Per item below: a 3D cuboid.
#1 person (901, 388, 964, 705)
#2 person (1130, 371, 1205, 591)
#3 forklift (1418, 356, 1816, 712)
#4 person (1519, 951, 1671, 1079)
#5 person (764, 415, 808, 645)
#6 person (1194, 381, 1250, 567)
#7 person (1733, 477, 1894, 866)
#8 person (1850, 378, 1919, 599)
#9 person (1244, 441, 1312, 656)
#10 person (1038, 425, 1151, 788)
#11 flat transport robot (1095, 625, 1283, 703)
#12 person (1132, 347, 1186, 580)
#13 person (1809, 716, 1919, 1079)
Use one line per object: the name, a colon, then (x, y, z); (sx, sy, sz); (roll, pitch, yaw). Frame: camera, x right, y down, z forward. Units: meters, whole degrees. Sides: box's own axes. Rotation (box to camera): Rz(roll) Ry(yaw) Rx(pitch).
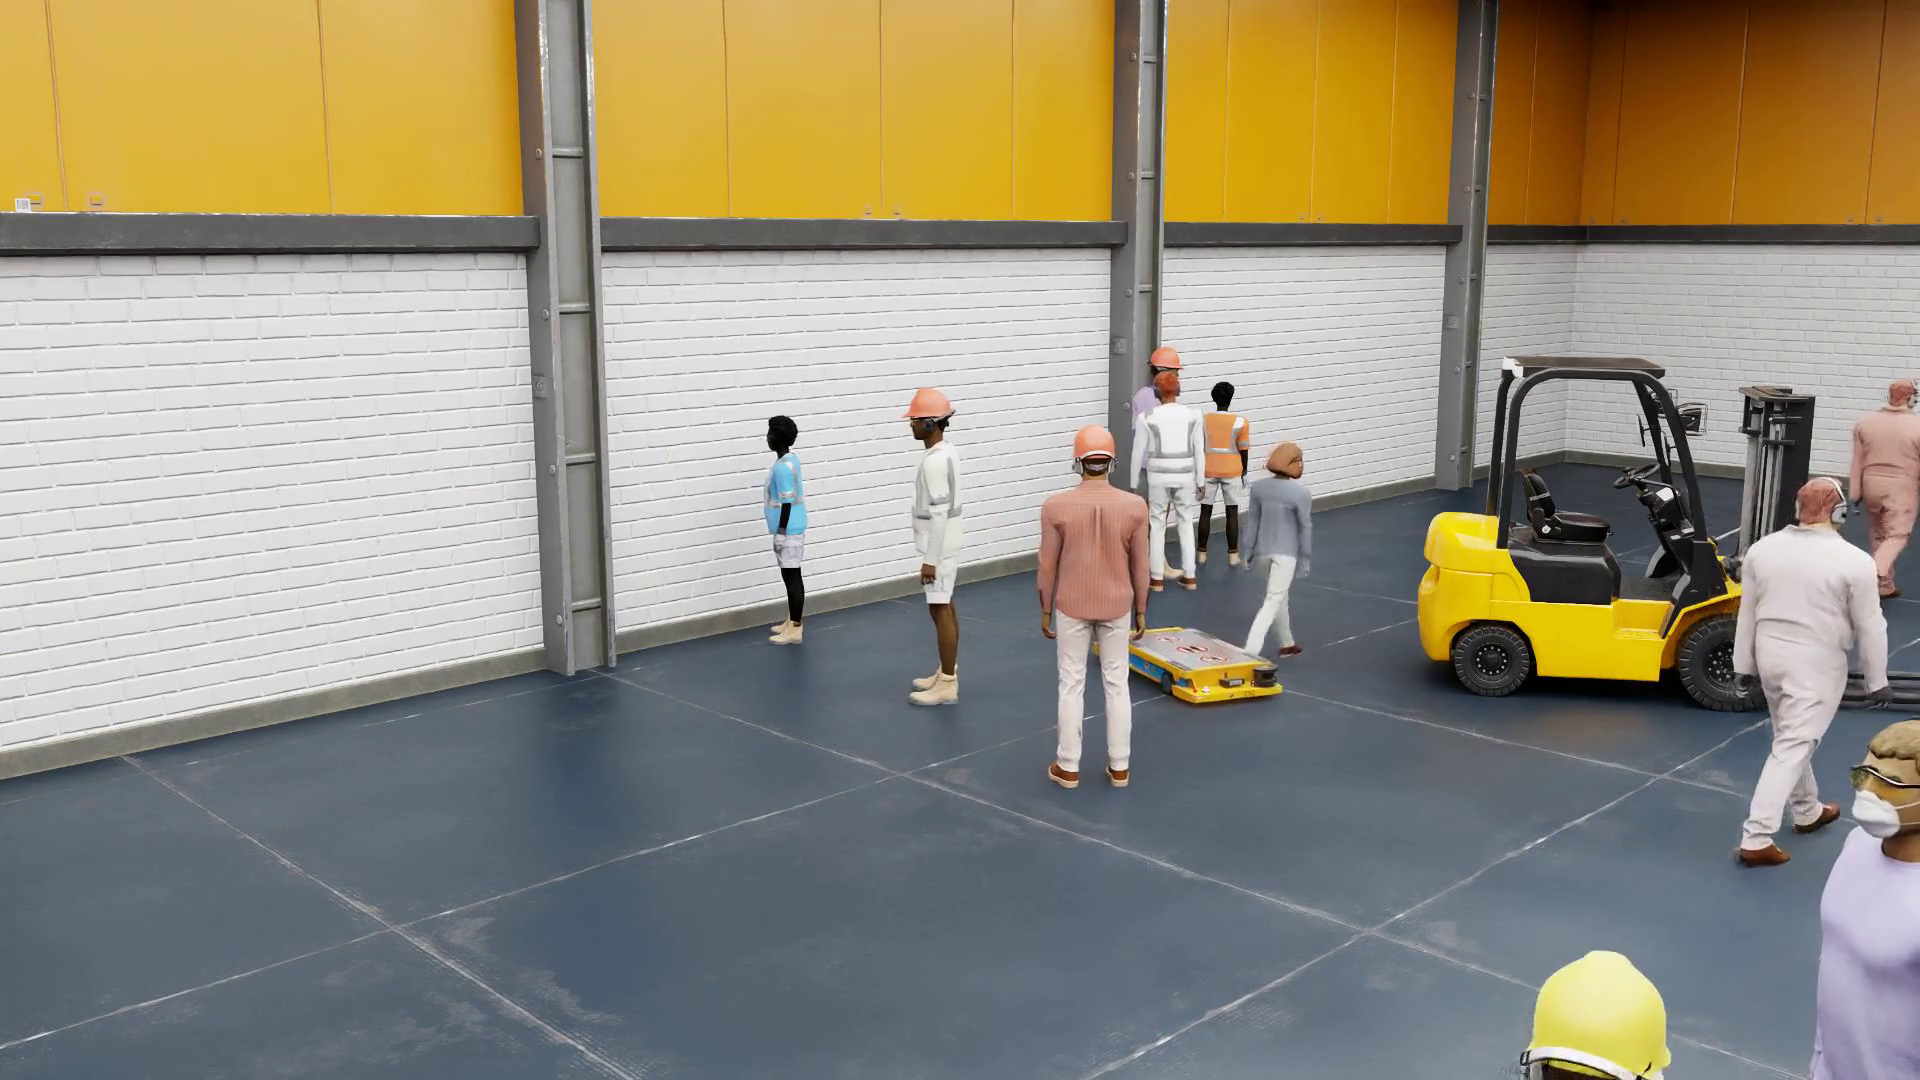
person: (-0.175, 0.045, 10.692); (0.397, 2.044, 0.609); (1, 10, 6)
person: (1.758, -0.493, 14.081); (0.621, 1.875, 0.406); (-1, 10, -7)
forklift: (4.276, -0.101, 11.076); (2.313, 2.155, 1.214); (2, 11, 13)
person: (1.114, 1.587, 2.952); (0.612, 1.791, 0.815); (9, 14, 41)
person: (-1.291, -0.078, 12.305); (0.321, 1.697, 0.529); (0, 10, 0)
person: (2.380, -0.601, 15.189); (0.532, 1.691, 0.321); (3, 11, 18)
person: (4.110, 0.624, 8.062); (0.962, 1.855, 0.649); (-5, 12, -26)
person: (7.542, -0.378, 13.490); (0.895, 1.873, 0.642); (-8, 13, -36)
person: (2.199, 0.106, 11.607); (0.862, 1.589, 0.499); (-10, 14, -42)
person: (0.733, 0.362, 9.119); (0.617, 1.988, 0.404); (-1, 10, -4)
flat transport robot: (1.528, 0.817, 11.317); (0.652, 0.197, 1.431); (-4, 11, -22)
person: (1.761, -0.673, 14.613); (0.386, 2.039, 0.615); (-5, 12, -26)
person: (2.144, 1.348, 3.870); (0.372, 1.940, 0.629); (1, 10, 4)
